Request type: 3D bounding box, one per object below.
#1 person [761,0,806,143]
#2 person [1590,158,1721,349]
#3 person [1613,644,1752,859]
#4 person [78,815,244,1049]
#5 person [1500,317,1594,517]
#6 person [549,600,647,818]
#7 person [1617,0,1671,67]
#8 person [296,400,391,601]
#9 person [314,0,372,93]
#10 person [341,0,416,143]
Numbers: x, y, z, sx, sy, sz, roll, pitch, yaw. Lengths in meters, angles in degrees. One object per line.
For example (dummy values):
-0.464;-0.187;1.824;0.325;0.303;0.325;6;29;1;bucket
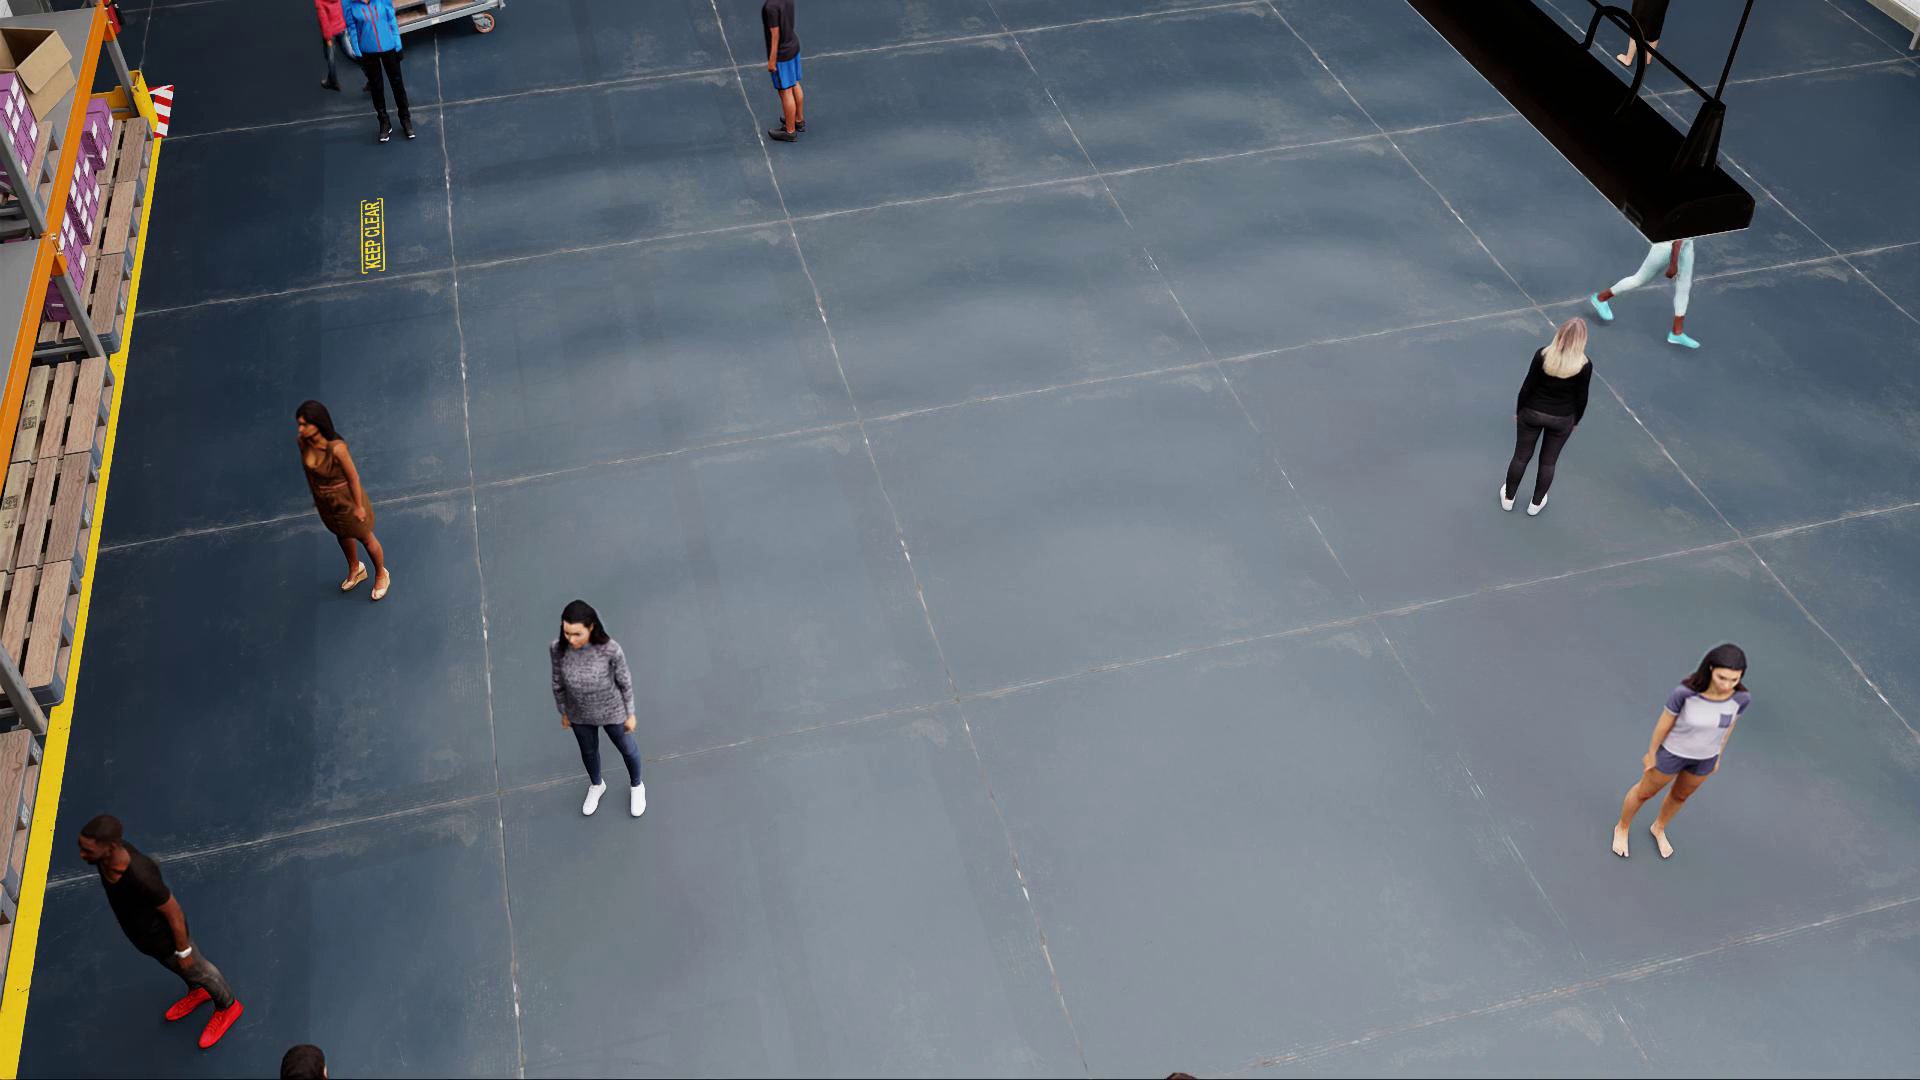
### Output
-1.673;-4.642;15.738;0.756;1.796;0.667;14;45;15;person
5.665;-2.361;13.426;1.214;1.684;1.045;28;50;26;person
4.202;1.224;9.627;0.642;1.733;0.597;2;44;2;person
-4.209;2.024;8.736;0.688;1.804;0.771;25;49;24;person
4.183;-0.874;11.863;0.695;1.686;0.725;16;46;16;person
-2.146;0.992;9.871;0.672;1.733;0.623;2;44;2;person
7.057;-5.592;16.860;0.612;1.624;0.616;-2;44;-2;person
-4.177;-0.274;11.232;0.641;1.690;0.685;18;46;18;person
-6.141;-5.035;16.519;0.897;1.289;0.905;13;45;14;person
-5.506;-4.643;15.740;0.605;1.796;0.503;-10;45;-11;person
